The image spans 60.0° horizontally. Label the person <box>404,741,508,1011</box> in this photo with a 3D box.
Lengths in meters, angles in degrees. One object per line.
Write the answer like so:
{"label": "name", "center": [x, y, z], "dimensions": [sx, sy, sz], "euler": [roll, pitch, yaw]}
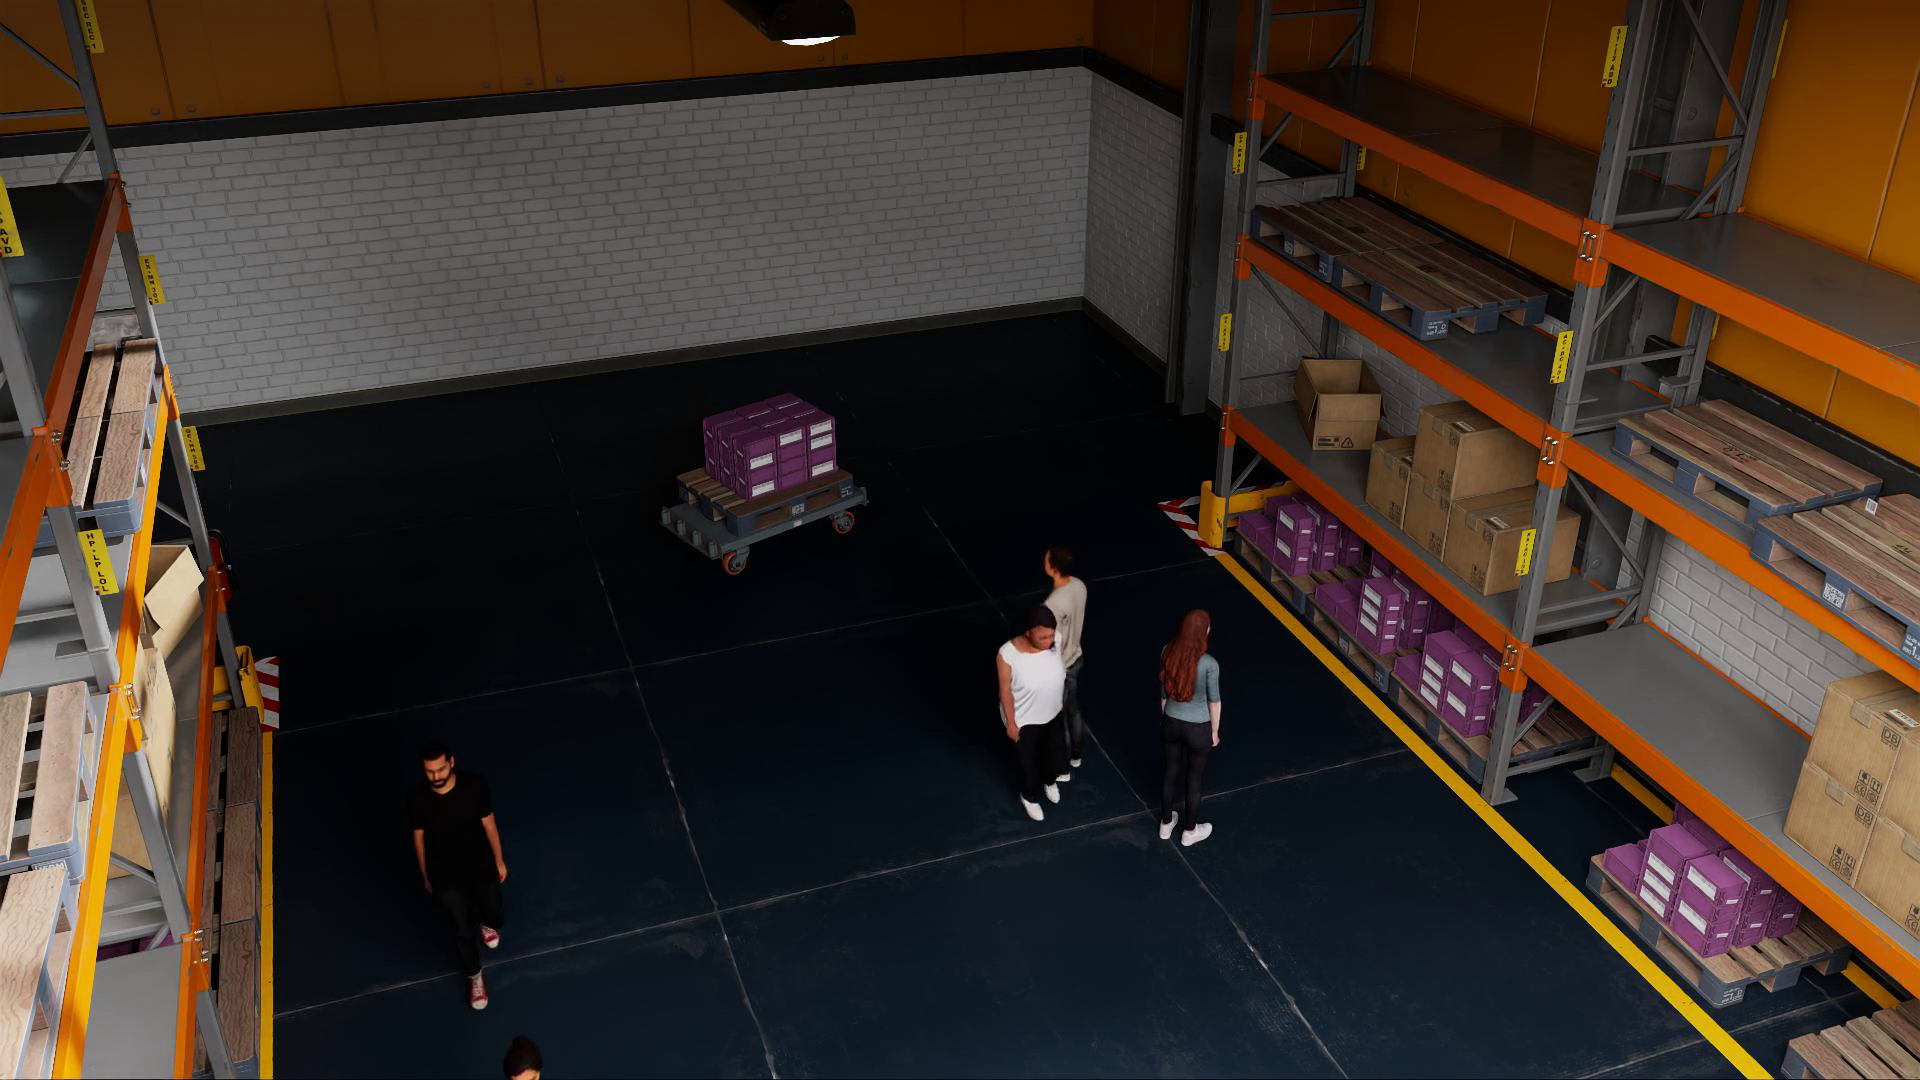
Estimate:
{"label": "person", "center": [-2.863, 1.844, 9.556], "dimensions": [0.651, 1.739, 0.871], "euler": [-11, 30, -19]}

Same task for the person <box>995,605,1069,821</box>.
{"label": "person", "center": [0.466, 1.089, 11.009], "dimensions": [0.713, 1.672, 0.673], "euler": [-17, 33, -28]}

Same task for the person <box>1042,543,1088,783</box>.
{"label": "person", "center": [0.703, 0.832, 11.339], "dimensions": [0.746, 1.808, 0.690], "euler": [13, 31, 23]}

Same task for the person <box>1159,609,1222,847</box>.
{"label": "person", "center": [1.464, 1.209, 10.715], "dimensions": [0.646, 1.743, 0.729], "euler": [18, 34, 30]}
